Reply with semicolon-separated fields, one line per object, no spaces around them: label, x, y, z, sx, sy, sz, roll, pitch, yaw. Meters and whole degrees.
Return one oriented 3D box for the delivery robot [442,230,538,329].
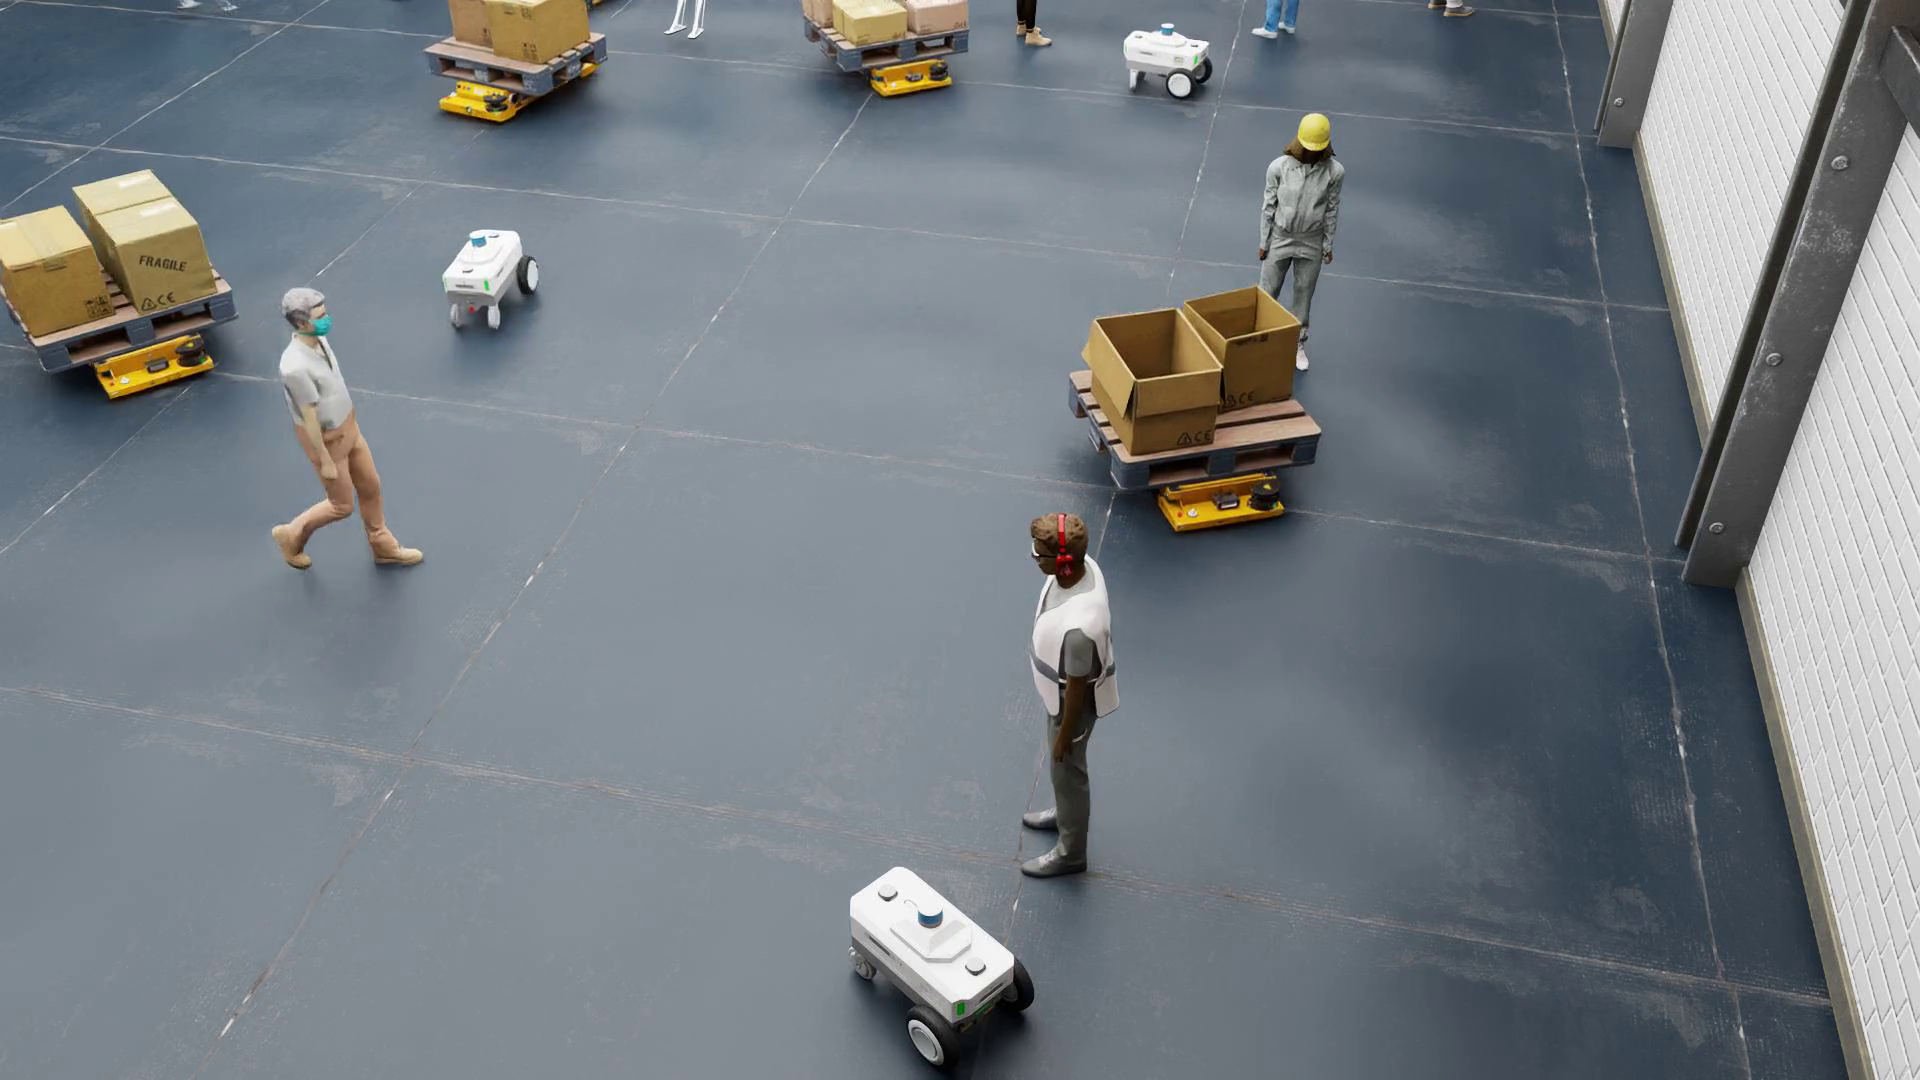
delivery robot;-3.264;-1.843;11.431;0.499;0.577;0.769;4;37;5

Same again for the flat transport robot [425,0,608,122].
flat transport robot;-3.868;-4.065;14.658;0.659;0.231;1.431;16;40;21

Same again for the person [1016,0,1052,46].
person;0.676;-5.413;15.269;0.318;1.696;0.534;-9;38;-12

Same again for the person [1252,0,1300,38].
person;3.022;-5.536;15.417;0.486;1.721;0.379;-20;41;-25

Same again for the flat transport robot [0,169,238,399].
flat transport robot;-5.549;-1.400;11.092;0.659;0.231;1.431;-25;43;-29

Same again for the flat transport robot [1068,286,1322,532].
flat transport robot;1.350;-0.559;9.966;0.659;0.231;1.431;-9;38;-12

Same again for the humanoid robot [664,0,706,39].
humanoid robot;-2.523;-5.471;15.202;0.533;1.677;0.735;17;40;21

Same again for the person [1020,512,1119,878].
person;0.465;0.656;7.039;0.404;1.832;0.567;-1;37;-1

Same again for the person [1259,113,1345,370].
person;2.124;-1.863;10.485;0.484;1.738;0.305;1;37;2

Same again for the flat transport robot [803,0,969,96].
flat transport robot;-0.667;-4.394;15.099;0.659;0.231;1.431;-16;40;-20

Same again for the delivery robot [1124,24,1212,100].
delivery robot;1.819;-4.234;14.638;0.745;0.587;0.524;16;40;20

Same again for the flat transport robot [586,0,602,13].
flat transport robot;-3.762;-5.536;16.626;0.659;0.231;1.431;20;41;25

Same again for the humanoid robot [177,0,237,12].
humanoid robot;-7.466;-5.816;15.801;0.549;1.777;0.875;21;41;25

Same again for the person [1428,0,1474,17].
person;4.810;-5.980;15.872;0.357;1.885;0.572;-12;38;-16

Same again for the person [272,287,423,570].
person;-3.356;-0.537;8.721;0.668;1.725;0.487;2;37;2

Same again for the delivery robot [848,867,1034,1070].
delivery robot;-0.102;1.697;6.725;0.499;0.614;0.815;-30;46;-33
